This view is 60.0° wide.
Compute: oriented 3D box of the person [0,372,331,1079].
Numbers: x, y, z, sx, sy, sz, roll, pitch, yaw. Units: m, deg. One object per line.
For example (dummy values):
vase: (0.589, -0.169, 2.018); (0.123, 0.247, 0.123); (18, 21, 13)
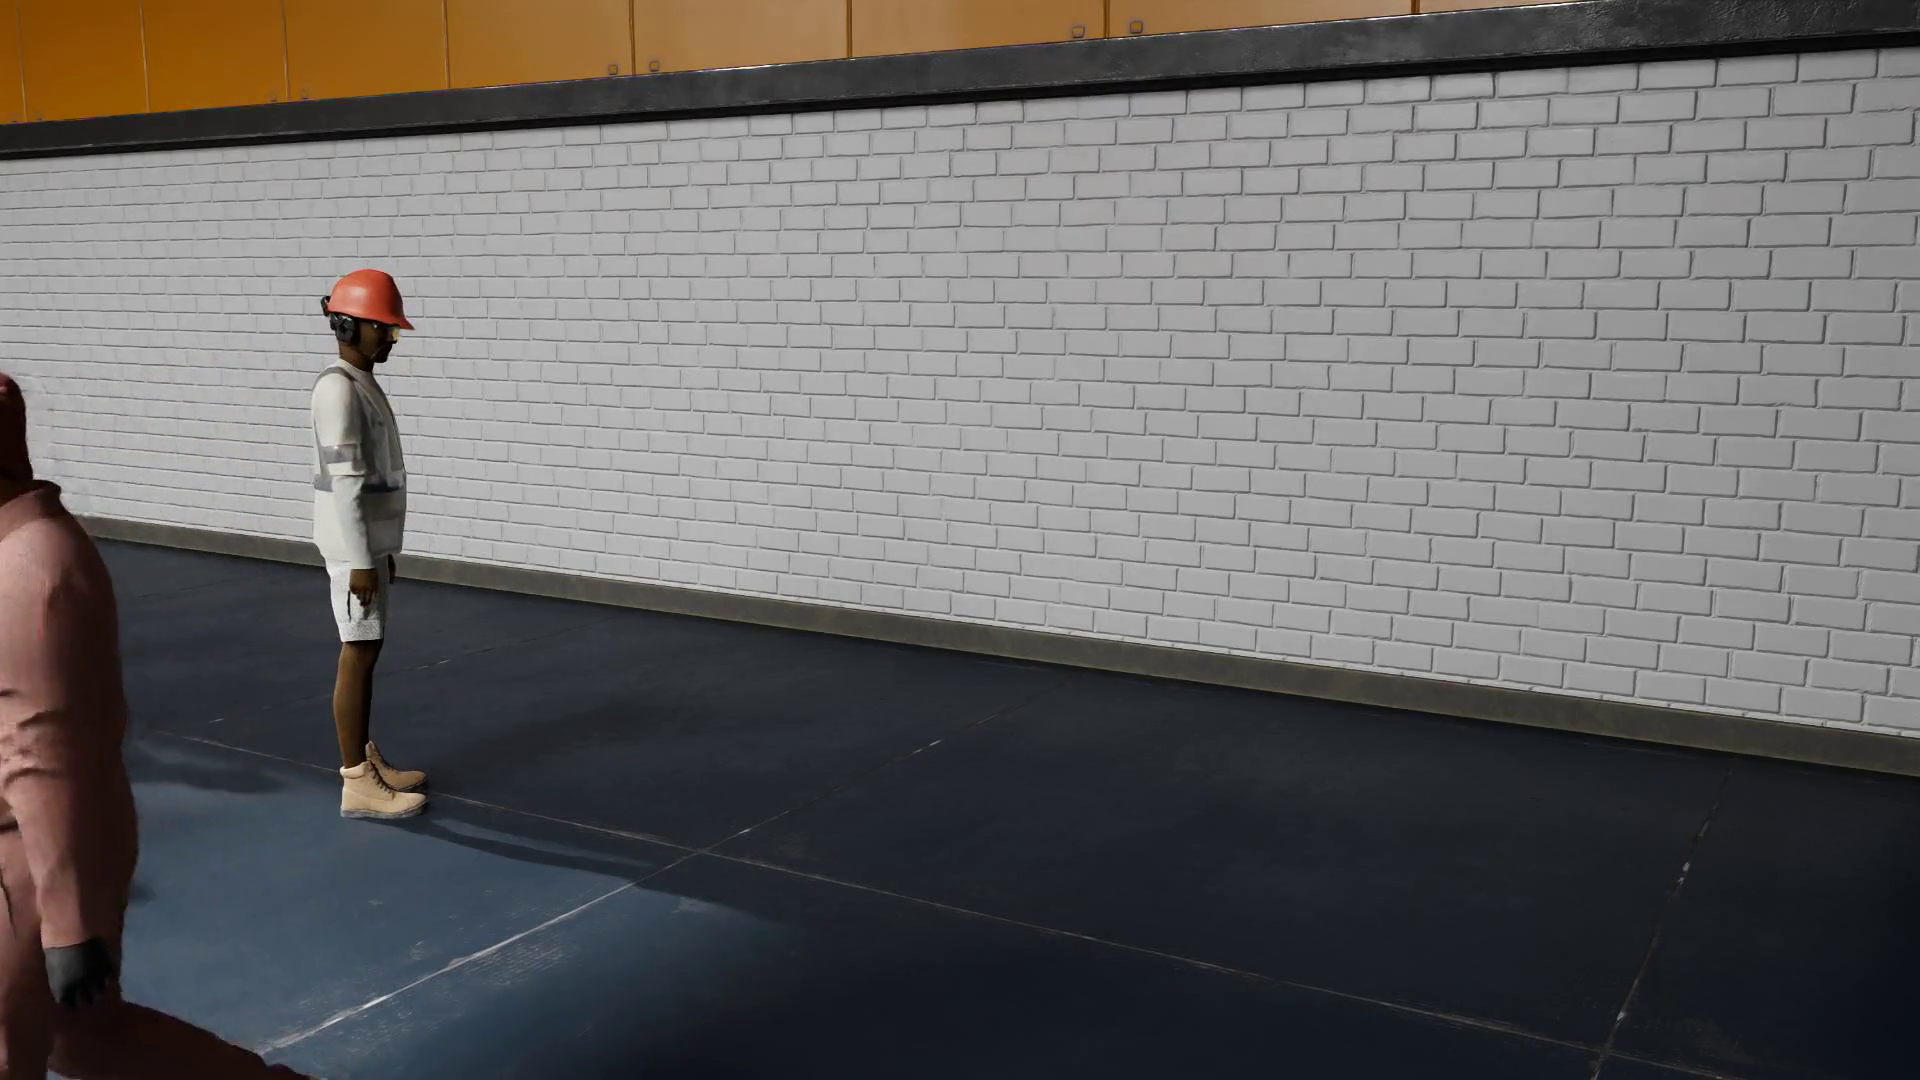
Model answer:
person: (-1.665, 0.593, 3.152); (0.808, 1.879, 0.659); (-5, 10, -26)

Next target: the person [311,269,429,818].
person: (-2.210, 0.015, 6.247); (0.392, 2.035, 0.605); (-2, 9, -14)
